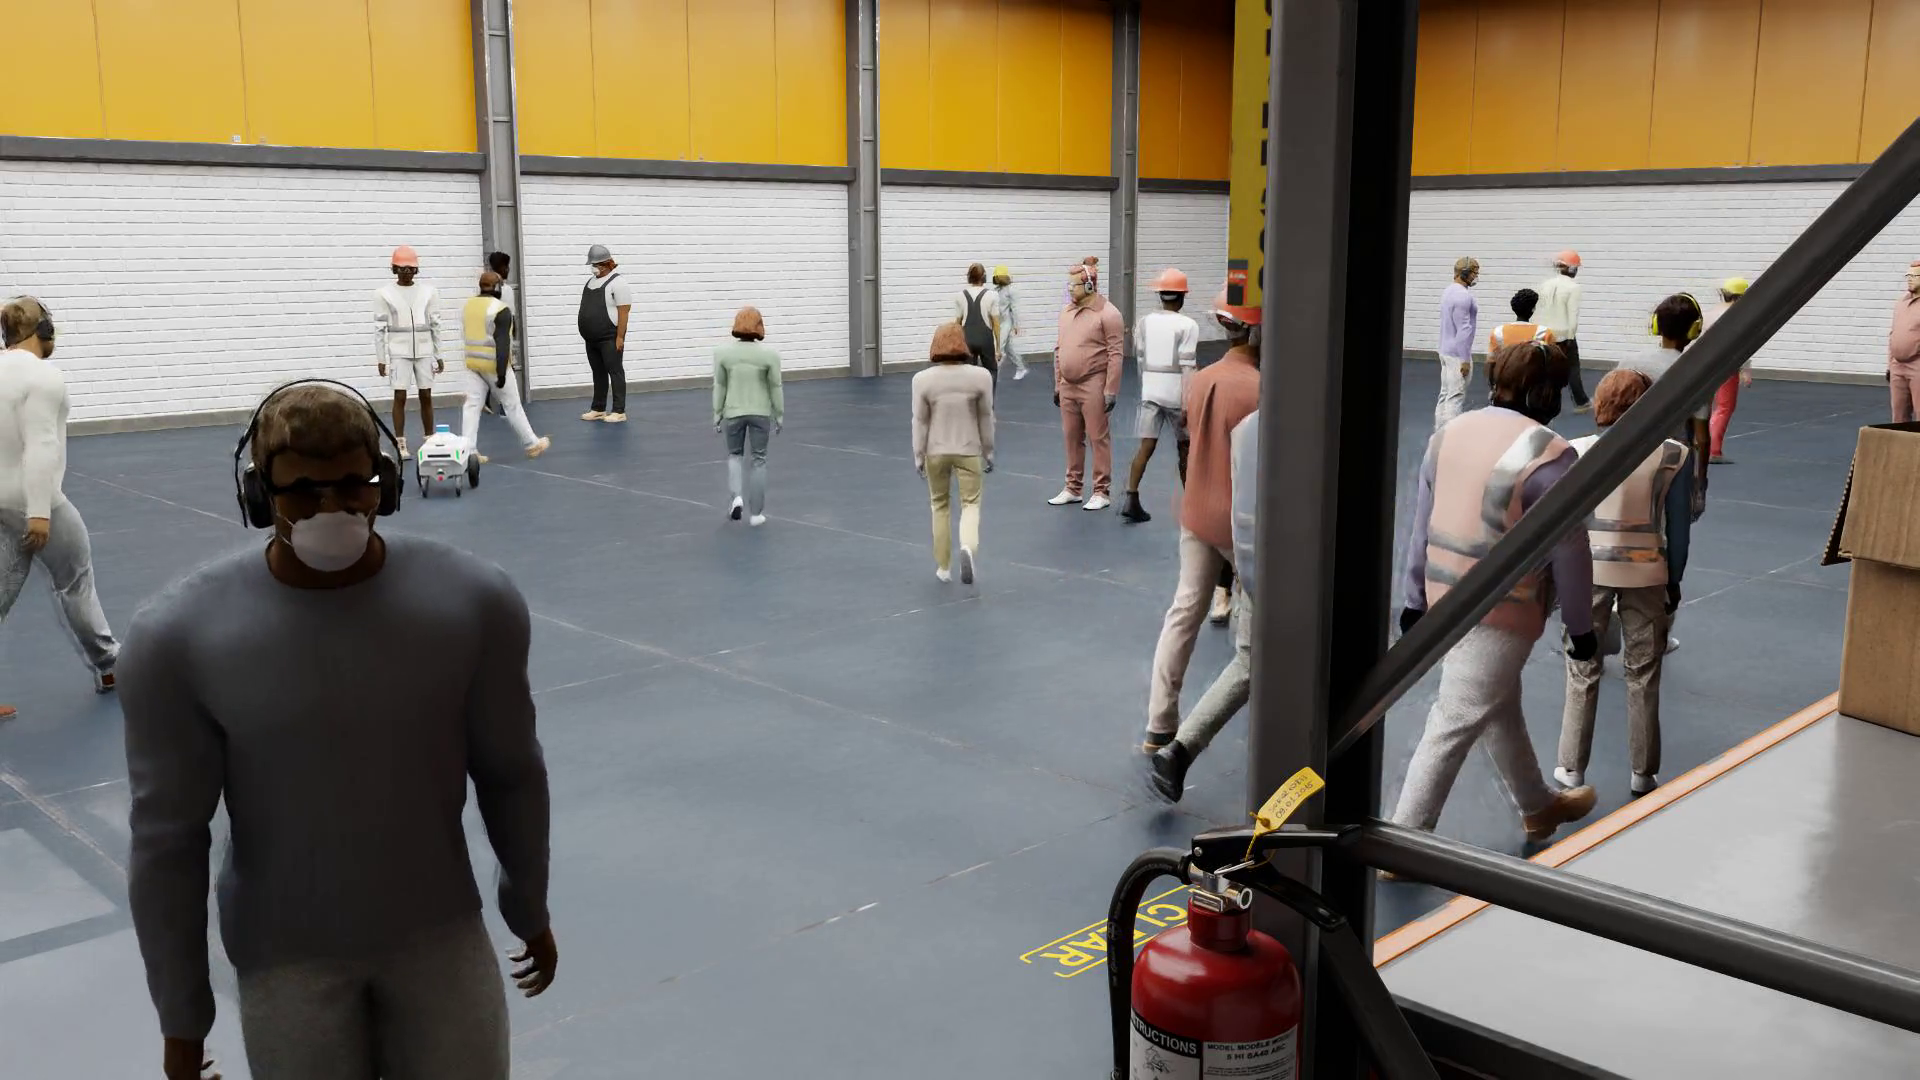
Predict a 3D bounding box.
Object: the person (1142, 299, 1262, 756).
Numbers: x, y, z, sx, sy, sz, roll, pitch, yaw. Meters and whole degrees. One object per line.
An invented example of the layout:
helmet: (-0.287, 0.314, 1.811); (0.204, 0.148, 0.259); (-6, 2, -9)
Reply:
person: (1.203, -0.084, 6.864); (1.030, 1.936, 0.645); (-5, 12, -27)

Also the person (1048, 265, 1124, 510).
person: (0.961, -1.186, 12.991); (0.403, 1.901, 0.651); (-10, 14, -42)

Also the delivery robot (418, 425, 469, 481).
delivery robot: (-4.294, -0.715, 13.844); (0.477, 0.478, 0.707); (-2, 11, -11)

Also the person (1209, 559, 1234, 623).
person: (1.606, -0.360, 9.127); (0.538, 1.670, 0.739); (3, 11, 15)

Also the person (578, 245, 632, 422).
person: (-4.109, -2.369, 19.062); (0.676, 2.000, 0.536); (9, 13, 39)

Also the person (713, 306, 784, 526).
person: (-1.551, -0.911, 12.257); (0.519, 1.617, 0.346); (0, 10, 1)

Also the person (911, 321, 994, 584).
person: (-0.042, -0.512, 10.080); (0.510, 1.615, 0.612); (0, 10, 0)

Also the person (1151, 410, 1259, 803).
person: (1.097, 0.150, 6.022); (0.741, 1.796, 0.616); (-6, 12, -30)

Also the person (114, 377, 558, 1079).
person: (-0.995, 0.682, 2.754); (0.665, 1.918, 0.429); (-6, 12, -29)

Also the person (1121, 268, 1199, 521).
person: (1.516, -1.077, 12.489); (0.545, 1.903, 0.964); (8, 13, 36)

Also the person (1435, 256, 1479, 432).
person: (4.781, -1.748, 15.970); (0.372, 1.934, 0.627); (0, 10, 1)

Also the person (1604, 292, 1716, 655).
person: (3.464, -0.306, 8.316); (0.520, 1.856, 0.664); (8, 13, 37)

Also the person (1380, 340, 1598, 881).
person: (1.822, 0.240, 5.532); (0.992, 1.789, 0.645); (-3, 11, -17)

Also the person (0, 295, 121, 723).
person: (-4.165, -0.148, 7.444); (0.688, 1.864, 1.009); (6, 12, 29)

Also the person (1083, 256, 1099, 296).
person: (1.750, -3.060, 23.381); (0.469, 1.834, 0.587); (-4, 11, -20)

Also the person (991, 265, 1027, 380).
person: (0.673, -3.174, 24.377); (0.871, 1.704, 0.495); (-8, 13, -38)

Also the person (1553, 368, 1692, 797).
person: (2.491, 0.168, 6.333); (0.514, 1.636, 0.314); (3, 11, 17)

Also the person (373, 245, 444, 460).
person: (-5.226, -1.774, 15.828); (0.610, 2.041, 0.383); (-6, 12, -32)

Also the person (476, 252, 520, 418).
person: (-5.376, -2.378, 19.361); (0.629, 1.945, 0.466); (8, 13, 39)

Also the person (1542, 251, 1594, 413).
person: (7.210, -2.472, 19.898); (1.015, 1.941, 0.625); (-5, 12, -27)

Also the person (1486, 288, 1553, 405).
person: (4.621, -1.224, 13.753); (0.536, 1.696, 0.322); (7, 12, 32)

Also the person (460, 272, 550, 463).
person: (-4.370, -1.626, 15.705); (0.617, 1.784, 0.948); (6, 12, 29)

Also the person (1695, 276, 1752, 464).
person: (7.162, -1.570, 15.511); (0.388, 1.755, 0.533); (-1, 10, -3)

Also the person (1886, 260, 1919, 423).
person: (8.649, -1.574, 15.095); (0.399, 1.908, 0.643); (-2, 11, -12)

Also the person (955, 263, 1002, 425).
person: (0.230, -2.151, 18.454); (0.556, 1.823, 0.636); (3, 11, 16)
